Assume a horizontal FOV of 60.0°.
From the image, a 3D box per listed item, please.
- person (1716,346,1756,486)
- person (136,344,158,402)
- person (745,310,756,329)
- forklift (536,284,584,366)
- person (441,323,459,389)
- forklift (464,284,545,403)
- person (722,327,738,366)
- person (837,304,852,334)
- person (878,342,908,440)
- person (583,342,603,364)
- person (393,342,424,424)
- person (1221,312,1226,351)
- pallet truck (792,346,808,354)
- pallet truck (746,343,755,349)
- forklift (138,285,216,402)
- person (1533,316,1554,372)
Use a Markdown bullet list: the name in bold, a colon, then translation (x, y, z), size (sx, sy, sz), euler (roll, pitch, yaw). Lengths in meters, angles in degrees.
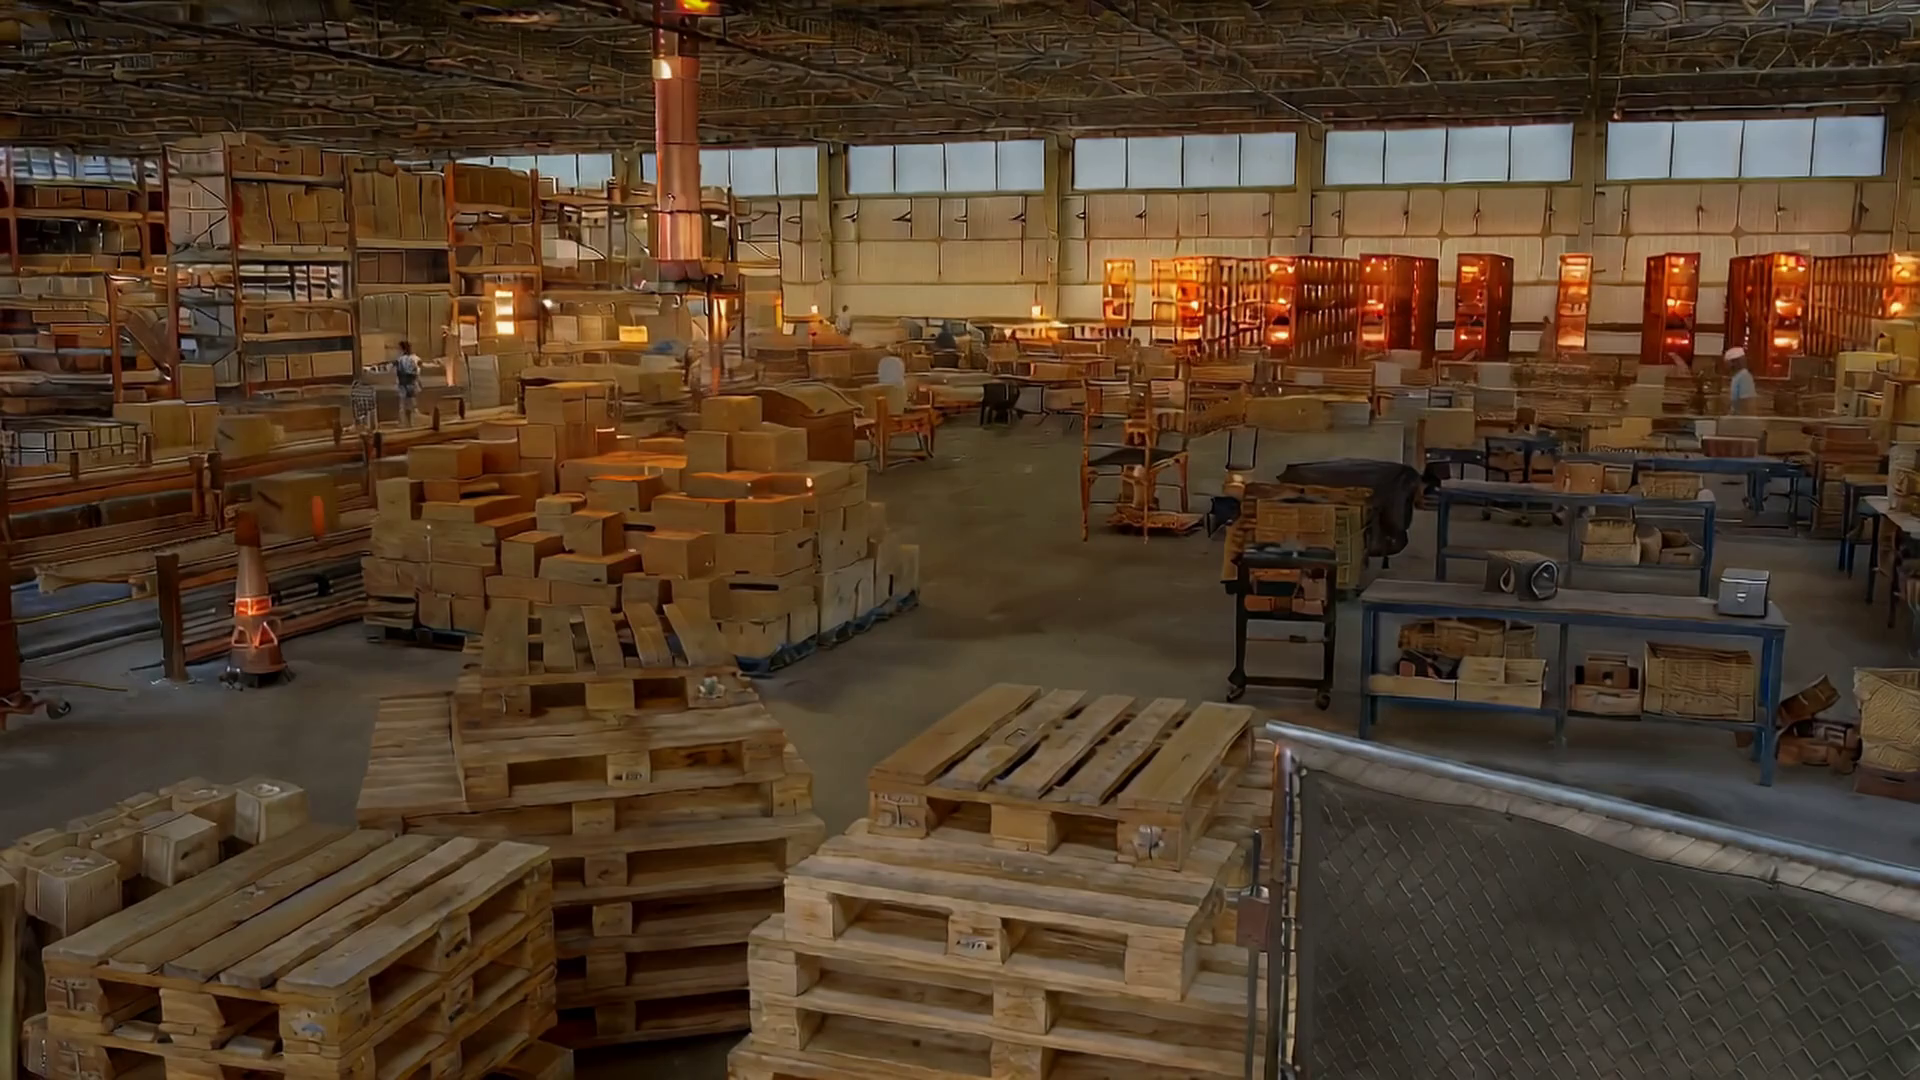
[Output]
- **person**: translation (11.200, -1.781, 24.007), size (0.703, 2.006, 0.653), euler (1, 9, 8)
- **person**: translation (-16.669, -3.195, 34.057), size (0.289, 1.633, 0.498), euler (4, 10, 24)
- **person**: translation (-6.561, -6.140, 51.578), size (1.009, 1.959, 0.605), euler (-2, 9, -13)
- **forklift**: translation (-11.081, -5.892, 47.084), size (1.129, 2.768, 1.873), euler (3, 10, 20)
- **person**: translation (-13.591, -4.883, 44.267), size (0.338, 1.757, 0.518), euler (6, 11, 33)
- **forklift**: translation (-10.832, -4.702, 39.610), size (1.129, 2.768, 1.873), euler (3, 10, 20)
- **person**: translation (-5.663, -4.339, 40.854), size (0.370, 1.756, 0.543), euler (7, 11, 36)
- **person**: translation (-4.401, -8.062, 63.709), size (0.614, 1.927, 0.763), euler (-6, 11, -31)
- **person**: translation (-1.224, -2.739, 30.615), size (0.611, 1.816, 0.496), euler (5, 10, 29)
- **person**: translation (-8.272, -3.854, 37.443), size (0.683, 1.871, 0.581), euler (-6, 11, -35)
- **person**: translation (-11.182, -3.166, 33.726), size (0.578, 1.691, 0.319), euler (-3, 10, -20)
- **person**: translation (9.302, -7.194, 58.545), size (0.404, 1.827, 0.602), euler (-5, 10, -30)
- **pallet truck**: translation (-3.705, -4.298, 42.022), size (0.653, 1.274, 1.630), euler (3, 10, 20)
- **pallet truck**: translation (-6.183, -4.618, 44.264), size (1.601, 1.201, 0.680), euler (-9, 12, -43)
- **forklift**: translation (-17.480, -4.200, 36.461), size (1.873, 2.768, 1.129), euler (3, 10, 19)
- **person**: translation (17.833, -5.919, 50.620), size (0.887, 1.811, 0.566), euler (3, 9, 16)
